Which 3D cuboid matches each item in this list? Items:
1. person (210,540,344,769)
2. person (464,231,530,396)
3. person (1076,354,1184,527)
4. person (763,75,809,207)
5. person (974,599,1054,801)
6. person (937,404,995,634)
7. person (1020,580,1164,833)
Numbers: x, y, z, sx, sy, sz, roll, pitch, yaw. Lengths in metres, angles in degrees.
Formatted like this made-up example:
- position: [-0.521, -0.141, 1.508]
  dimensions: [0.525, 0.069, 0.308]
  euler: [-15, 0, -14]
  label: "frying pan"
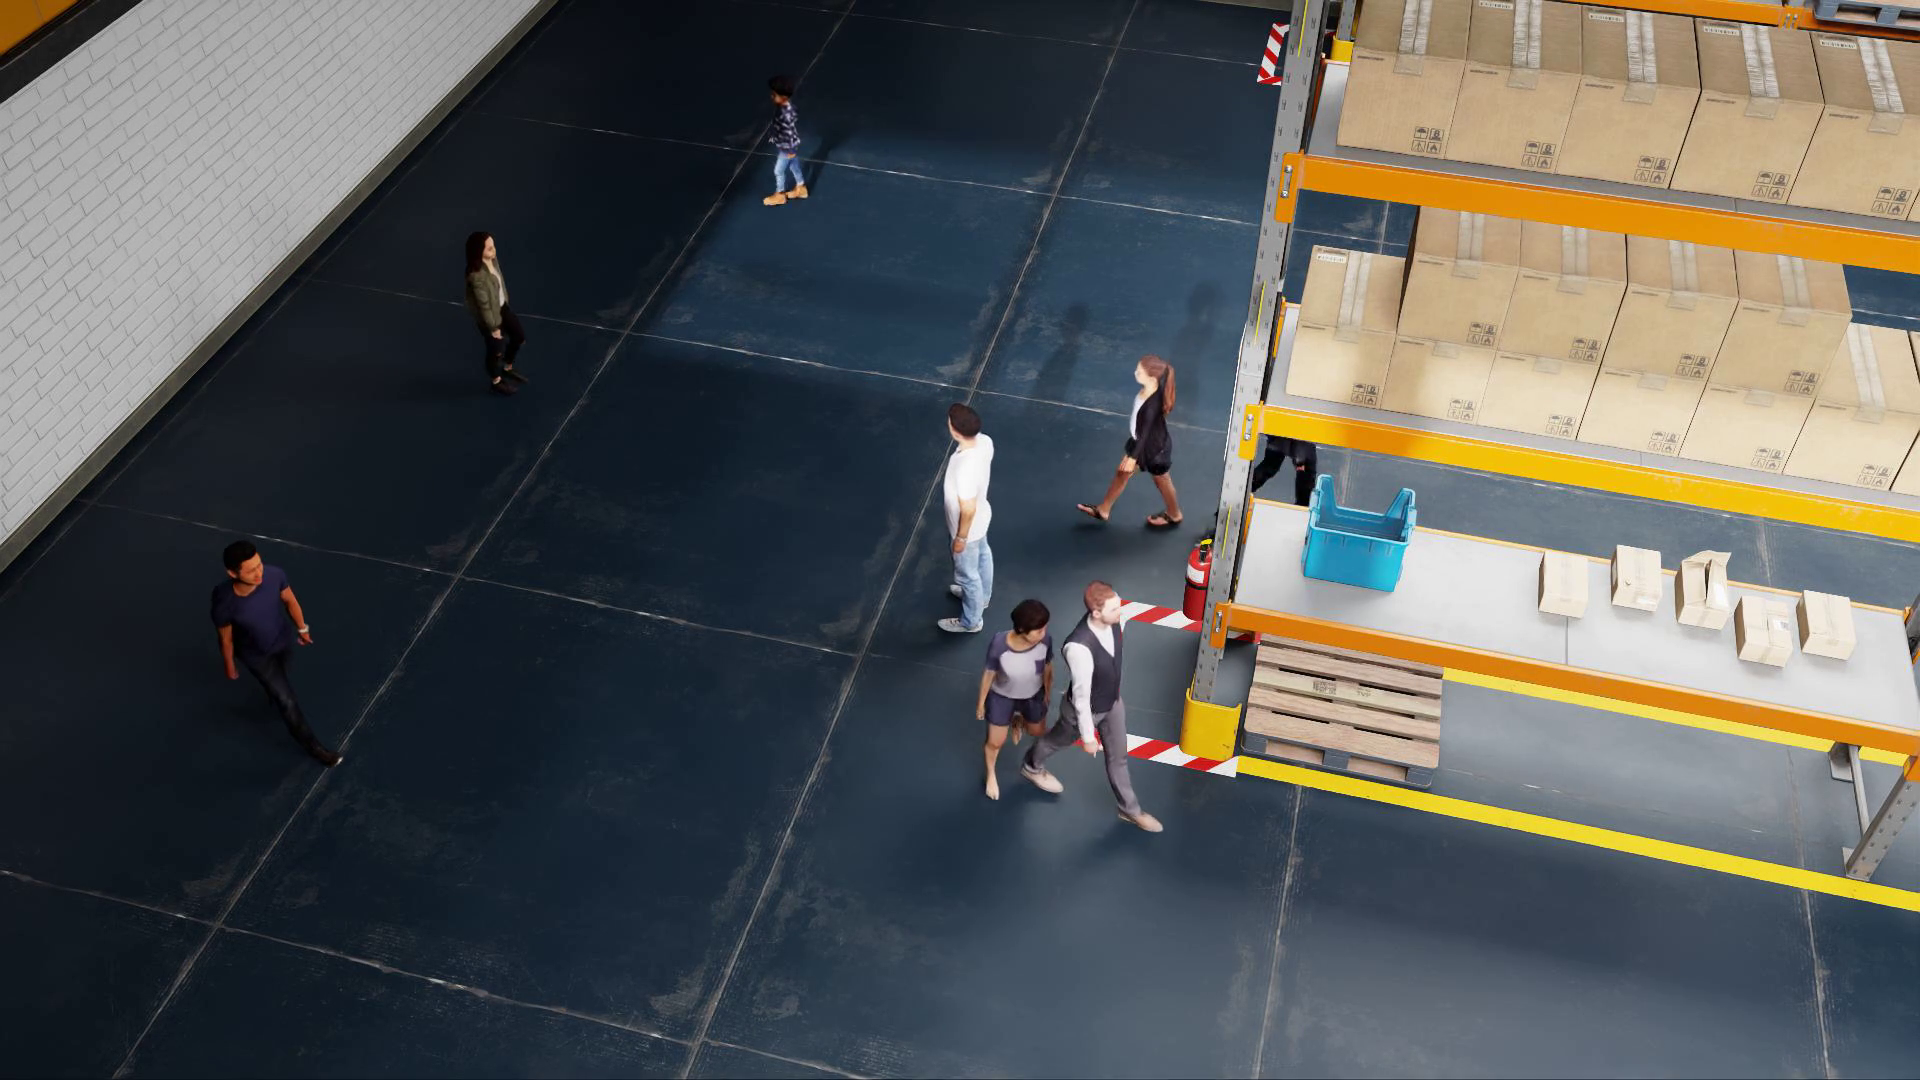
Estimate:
- position: [-4.312, 0.599, 10.199]
  dimensions: [1.243, 1.745, 0.979]
  euler: [31, 52, 28]
  label: "person"
- position: [-3.690, -1.747, 12.864]
  dimensions: [0.540, 1.464, 0.580]
  euler: [9, 44, 10]
  label: "person"
- position: [1.418, -0.667, 11.688]
  dimensions: [1.066, 1.522, 0.741]
  euler: [-1, 44, -1]
  label: "person"
- position: [-1.506, -3.607, 14.982]
  dimensions: [0.731, 1.236, 0.627]
  euler: [-6, 44, -6]
  label: "person"
- position: [0.339, 0.883, 10.049]
  dimensions: [0.823, 1.540, 0.869]
  euler: [-4, 44, -4]
  label: "person"
- position: [0.063, -0.142, 10.892]
  dimensions: [0.552, 1.860, 0.669]
  euler: [12, 45, 12]
  label: "person"
- position: [0.674, 0.924, 9.750]
  dimensions: [1.291, 1.892, 0.946]
  euler: [24, 49, 23]
  label: "person"
